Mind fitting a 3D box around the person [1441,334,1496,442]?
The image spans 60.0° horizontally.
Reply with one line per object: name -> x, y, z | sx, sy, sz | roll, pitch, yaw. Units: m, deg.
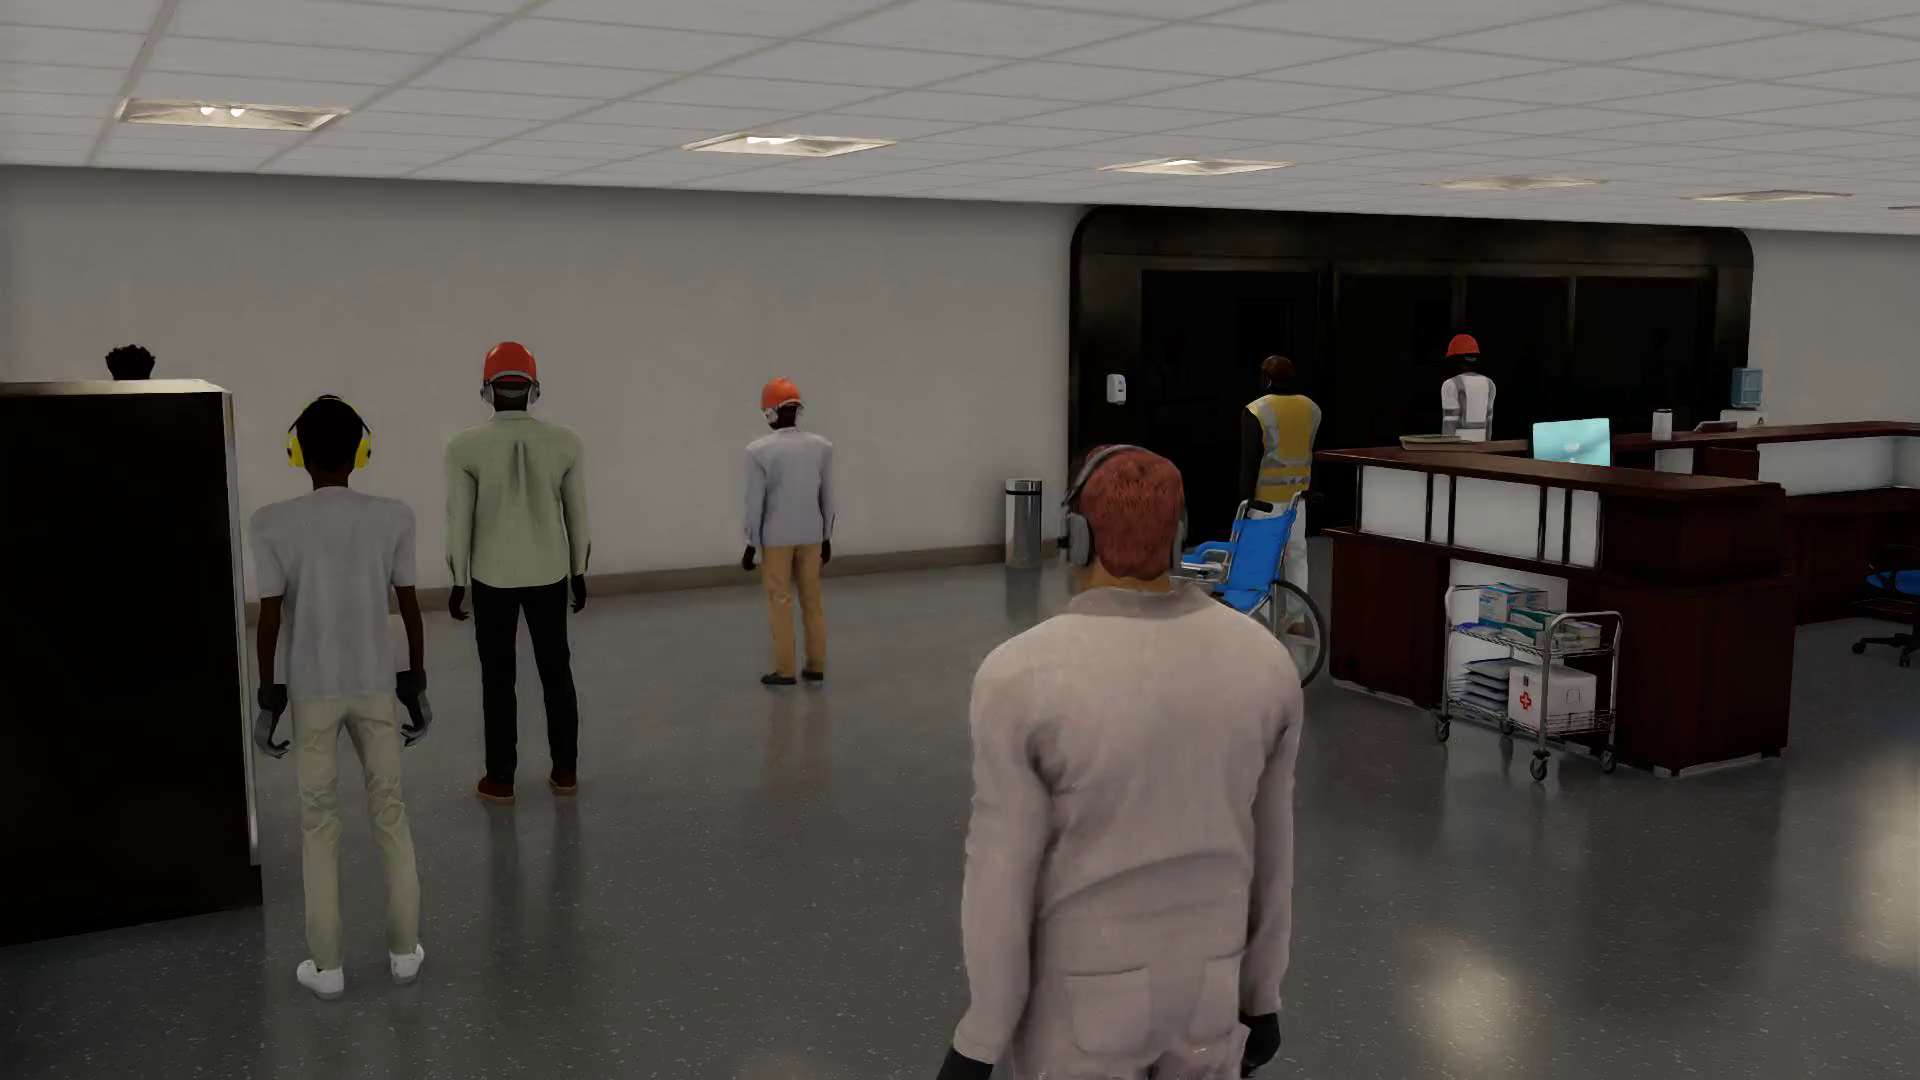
person -> 4.136, -0.728, 13.731 | 0.551, 1.932, 0.378 | -4, 9, -29

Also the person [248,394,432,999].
person -> -1.925, 0.485, 5.185 | 0.533, 1.868, 0.310 | -4, 9, -29

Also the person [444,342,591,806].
person -> -1.915, 0.143, 7.203 | 0.622, 1.992, 0.396 | -4, 9, -29

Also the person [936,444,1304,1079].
person -> 0.283, 0.787, 2.966 | 0.690, 1.895, 0.444 | -4, 9, -25

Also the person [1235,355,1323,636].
person -> 2.040, -0.274, 10.783 | 0.633, 1.841, 0.429 | -4, 9, -29

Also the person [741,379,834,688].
person -> -0.982, -0.036, 9.436 | 0.583, 1.742, 0.389 | -6, 10, -37
